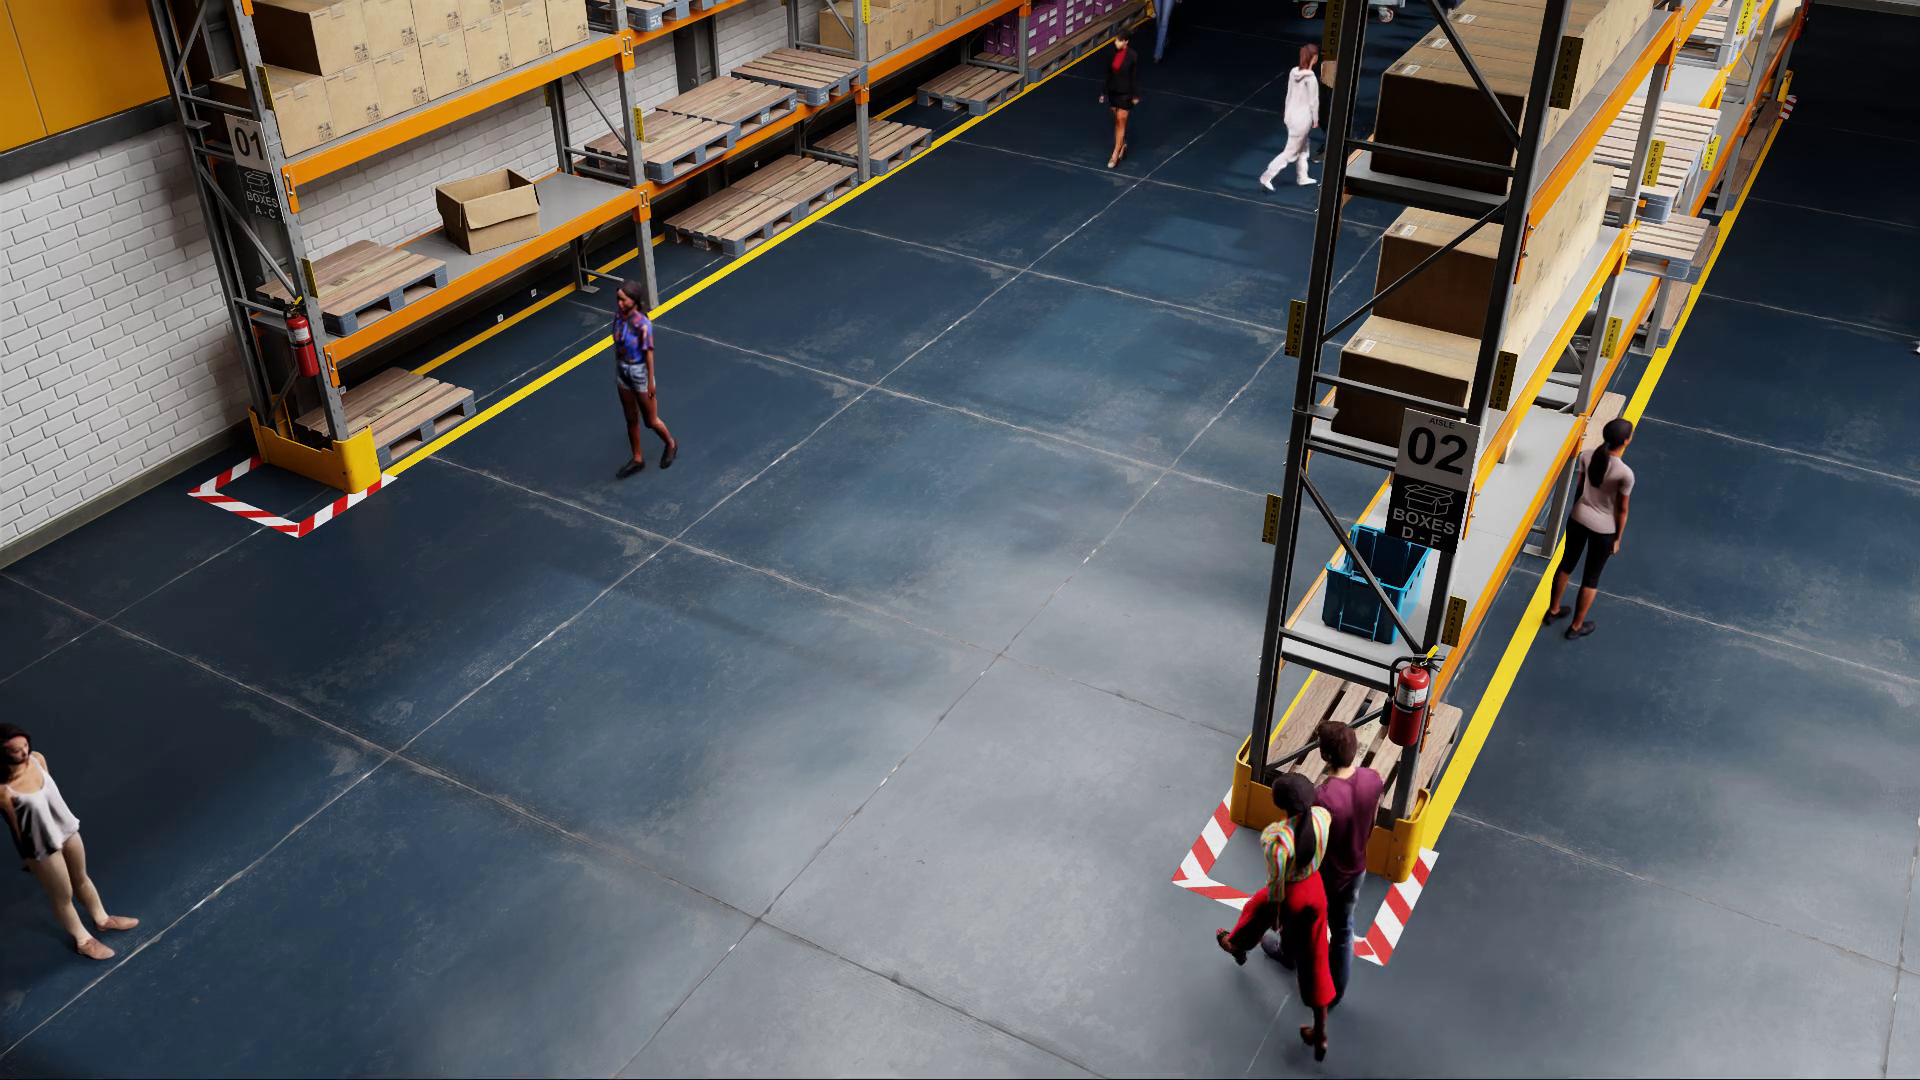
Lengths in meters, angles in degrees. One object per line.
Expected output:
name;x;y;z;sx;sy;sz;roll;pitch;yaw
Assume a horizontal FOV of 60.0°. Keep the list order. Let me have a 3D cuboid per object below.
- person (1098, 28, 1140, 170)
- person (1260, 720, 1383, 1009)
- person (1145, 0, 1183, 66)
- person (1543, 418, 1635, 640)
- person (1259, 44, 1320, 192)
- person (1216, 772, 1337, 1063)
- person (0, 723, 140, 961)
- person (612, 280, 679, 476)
person;1.957;-5.313;19.890;0.643;1.621;0.843;21;39;28
person;2.059;1.820;8.983;0.959;1.816;1.003;-16;37;-22
person;2.844;-7.544;23.143;0.772;1.736;1.222;11;35;16
person;4.526;-0.094;11.928;0.659;1.745;0.665;-22;39;-29
person;3.823;-4.804;19.102;1.110;1.648;1.020;-9;35;-14
person;1.808;2.006;8.792;1.203;1.719;1.128;-14;36;-20
person;-5.136;1.680;9.342;0.703;1.652;0.647;-9;35;-13
person;-2.651;-1.359;13.836;0.657;1.740;0.811;24;40;31
